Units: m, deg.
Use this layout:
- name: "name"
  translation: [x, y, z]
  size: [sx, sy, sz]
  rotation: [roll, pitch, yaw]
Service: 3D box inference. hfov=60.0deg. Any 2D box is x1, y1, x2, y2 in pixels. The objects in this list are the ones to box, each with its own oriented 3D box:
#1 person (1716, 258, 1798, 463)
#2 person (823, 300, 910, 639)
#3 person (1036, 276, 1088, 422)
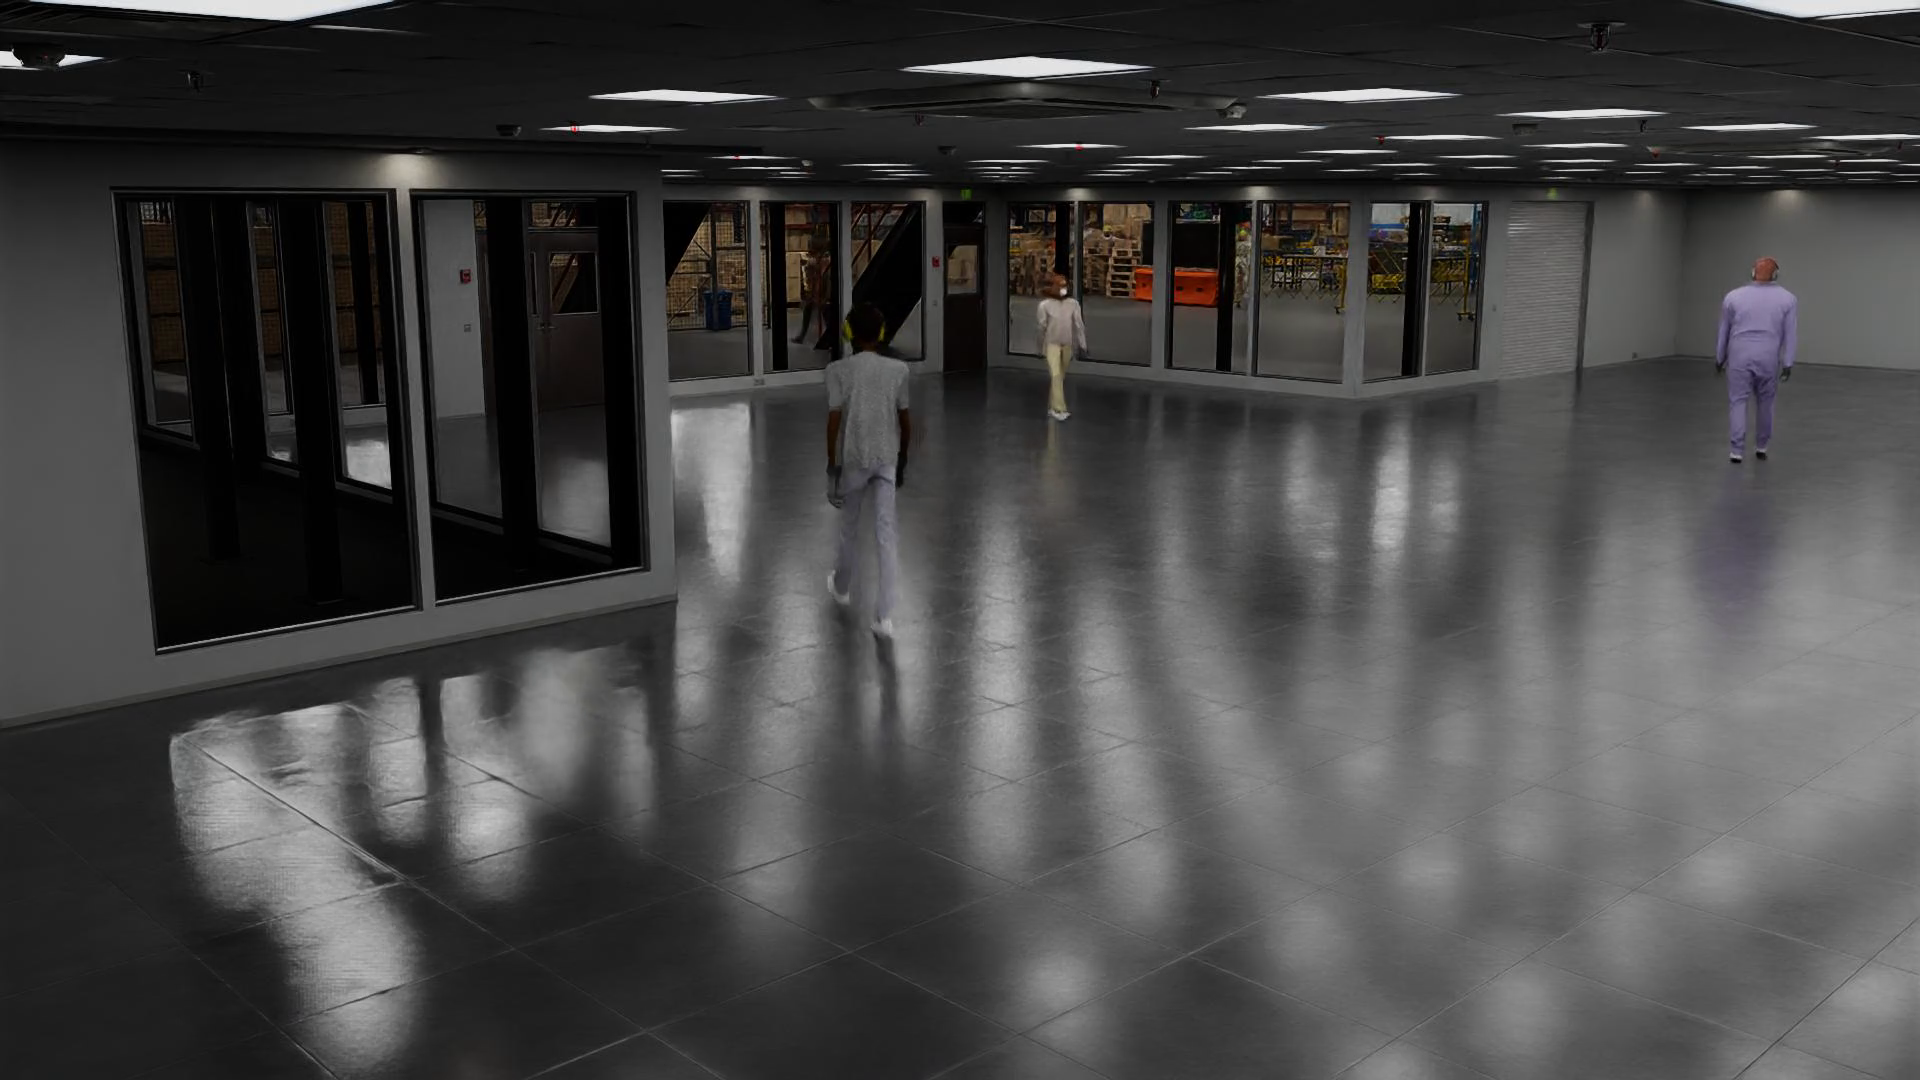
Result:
- name: "person"
  translation: [7.389, -1.676, 15.480]
  size: [0.658, 1.858, 0.956]
  rotation: [5, 12, 23]
- name: "person"
  translation: [-0.531, -0.416, 9.274]
  size: [0.511, 1.813, 1.024]
  rotation: [-3, 12, -16]
- name: "person"
  translation: [1.120, -2.100, 18.279]
  size: [0.509, 1.588, 0.844]
  rotation: [-5, 12, -23]
